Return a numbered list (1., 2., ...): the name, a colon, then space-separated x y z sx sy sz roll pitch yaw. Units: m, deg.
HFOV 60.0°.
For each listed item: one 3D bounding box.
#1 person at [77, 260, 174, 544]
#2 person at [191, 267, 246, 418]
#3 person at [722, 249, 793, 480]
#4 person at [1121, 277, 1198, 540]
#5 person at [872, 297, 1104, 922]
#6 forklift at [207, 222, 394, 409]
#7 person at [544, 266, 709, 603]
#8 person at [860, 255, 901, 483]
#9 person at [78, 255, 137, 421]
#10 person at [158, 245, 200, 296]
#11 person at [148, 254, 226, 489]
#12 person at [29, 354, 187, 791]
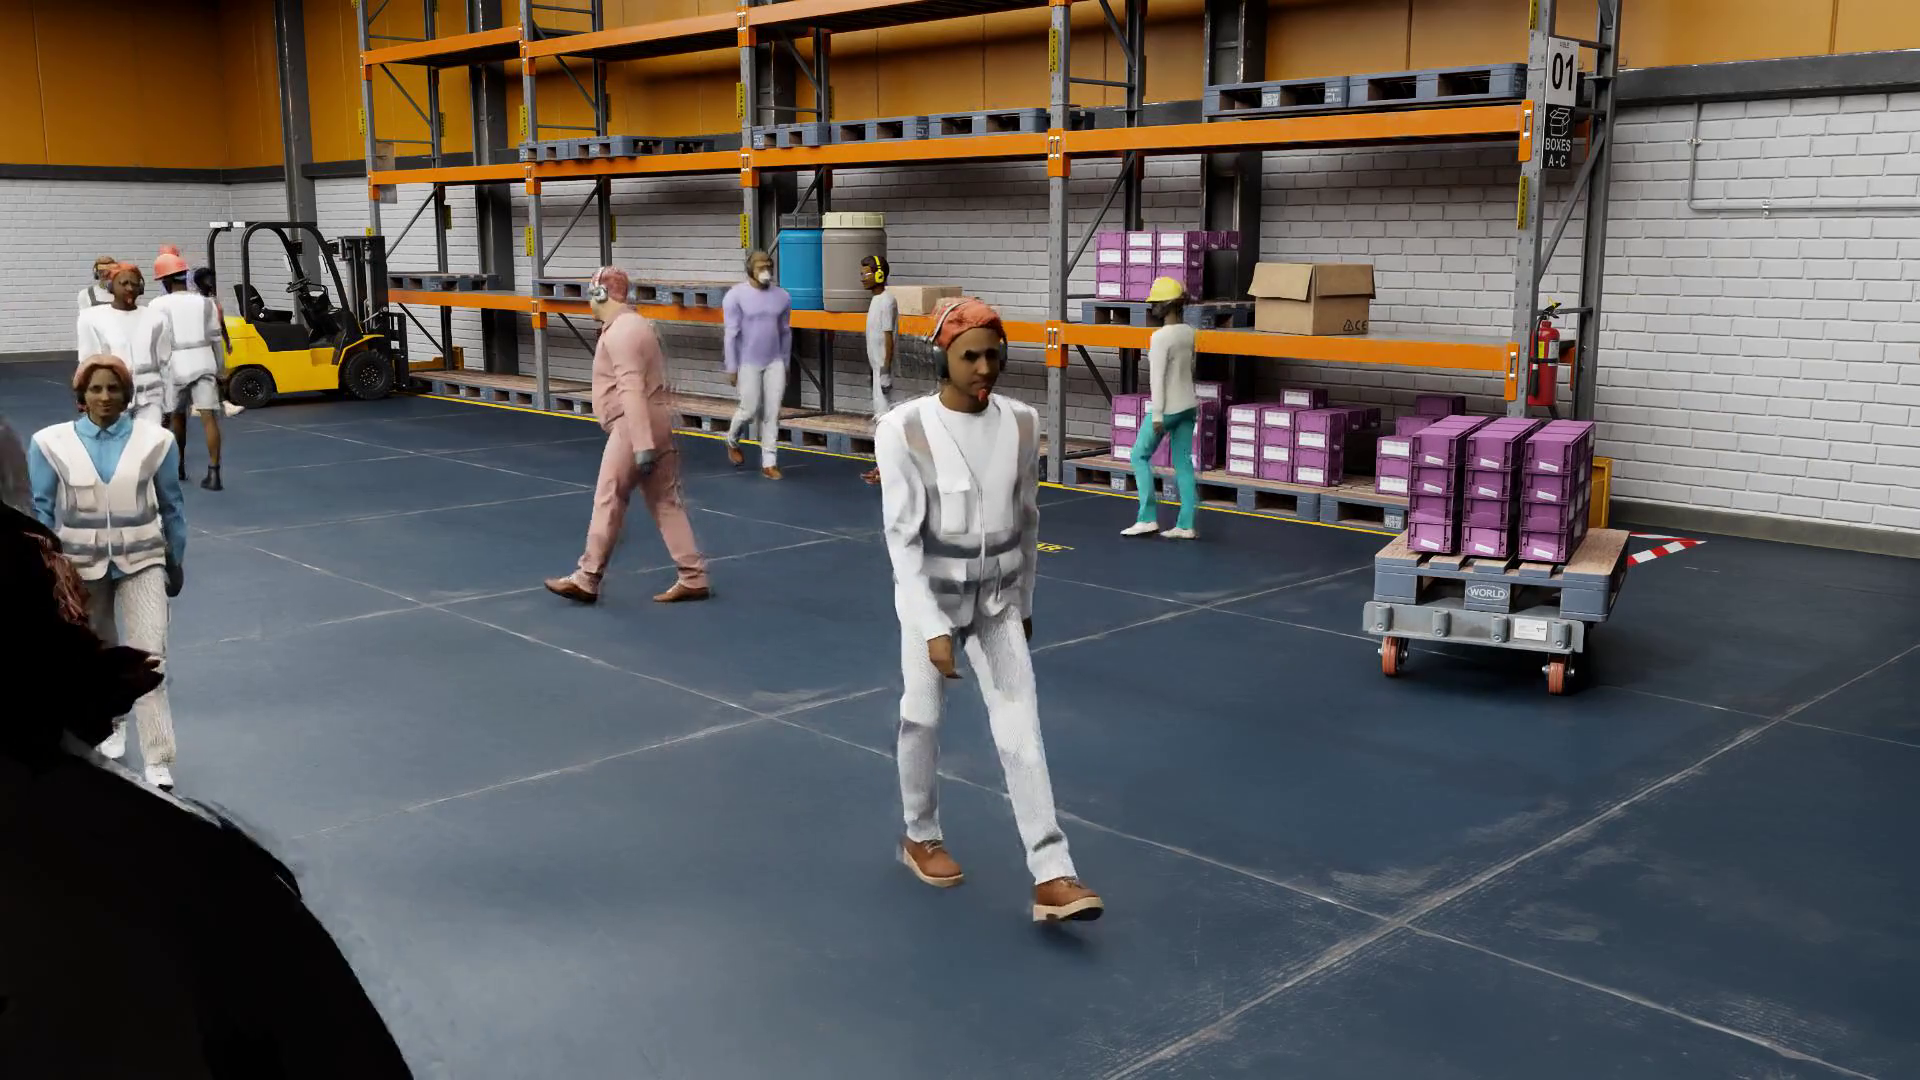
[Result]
1. person: -5.498 -0.910 10.996 0.587 1.866 0.725 -9 13 -39
2. person: -8.254 -2.173 18.417 0.843 1.657 0.559 2 11 9
3. person: -1.712 -1.472 13.932 0.624 1.921 0.672 -7 12 -32
4. person: 1.339 -0.866 11.085 0.591 1.750 0.529 9 14 40
5. person: 0.051 0.221 4.880 0.575 1.834 0.994 -5 12 -25
6. forklift: -8.169 -2.758 20.163 2.313 2.155 1.214 -10 14 -44
7. person: -1.854 -0.557 9.107 0.962 1.845 0.694 1 10 3
8. person: -0.654 -1.394 13.652 0.320 1.861 0.515 -2 11 -13
9. person: -8.081 -1.781 15.830 0.519 1.831 0.395 -5 12 -26
10. person: -10.641 -3.094 22.868 0.370 1.885 0.671 8 13 39
11. person: -6.238 -1.363 13.435 0.580 1.864 1.038 -9 14 -42
12. person: -3.158 0.107 6.199 0.516 1.593 0.877 -5 11 -25
